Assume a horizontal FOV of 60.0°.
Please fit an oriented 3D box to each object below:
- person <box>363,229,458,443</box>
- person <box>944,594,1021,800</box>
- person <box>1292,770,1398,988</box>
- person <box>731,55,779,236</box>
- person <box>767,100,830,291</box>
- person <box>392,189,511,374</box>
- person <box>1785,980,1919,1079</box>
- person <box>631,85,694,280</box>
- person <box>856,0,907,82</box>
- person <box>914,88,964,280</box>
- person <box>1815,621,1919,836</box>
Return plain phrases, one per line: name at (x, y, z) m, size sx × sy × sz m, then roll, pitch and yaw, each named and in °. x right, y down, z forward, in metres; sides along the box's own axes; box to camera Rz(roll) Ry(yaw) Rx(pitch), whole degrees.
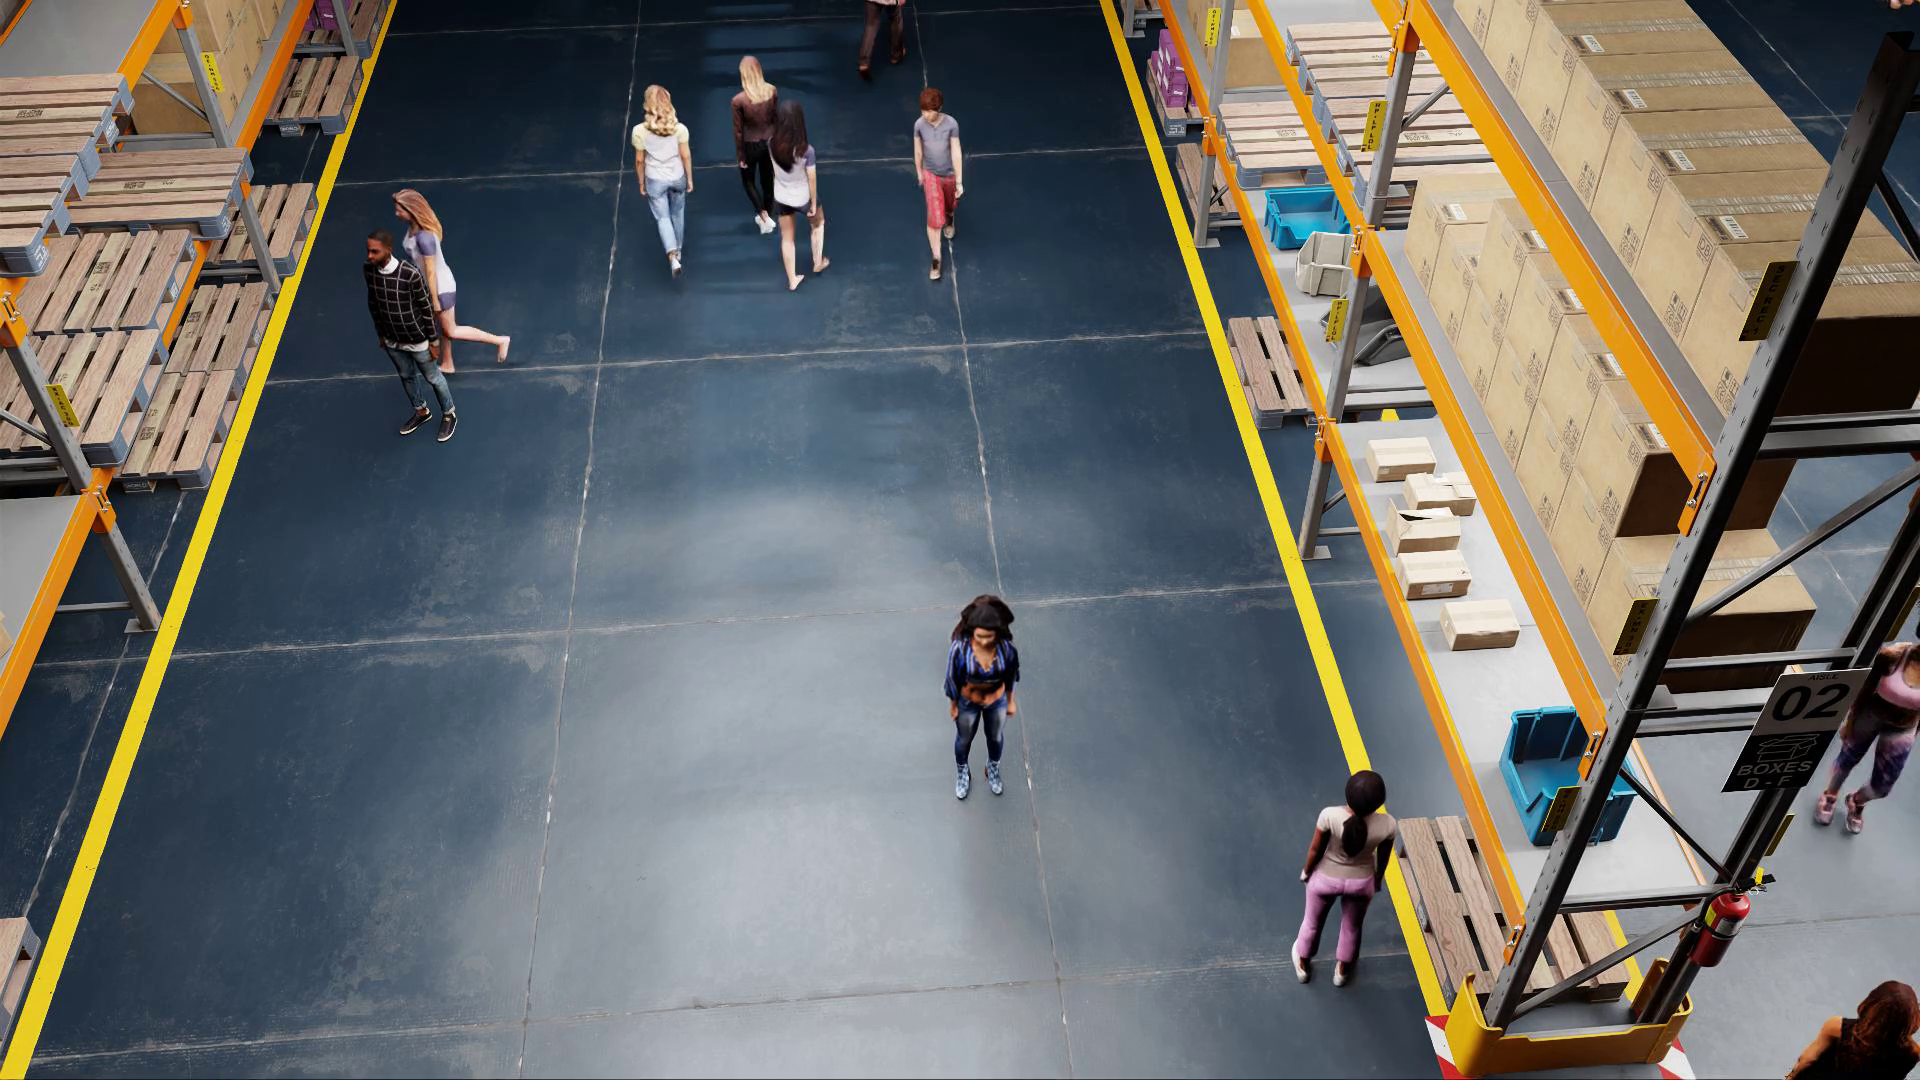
person at (-4.106, -1.544, 12.396) m, size 0.735 × 1.820 × 0.694 m, roll 12°, pitch 45°, yaw 12°
person at (0.134, 0.952, 9.925) m, size 0.589 × 1.614 × 0.526 m, roll -3°, pitch 44°, yaw -3°
person at (2.052, 1.815, 8.927) m, size 0.631 × 1.741 × 0.586 m, roll 6°, pitch 44°, yaw 6°
person at (-1.709, -3.361, 14.396) m, size 0.770 × 1.692 × 0.856 m, roll -23°, pitch 48°, yaw -22°
person at (-1.415, -2.810, 13.820) m, size 0.721 × 1.688 × 0.814 m, roll 12°, pitch 45°, yaw 12°
person at (-3.979, -1.990, 12.946) m, size 0.842 × 1.707 × 0.953 m, roll -16°, pitch 46°, yaw -16°
person at (4.144, 2.728, 7.905) m, size 0.768 × 1.828 × 0.851 m, roll 18°, pitch 46°, yaw 18°
person at (-2.457, -2.978, 13.982) m, size 0.750 × 1.708 × 1.044 m, roll -11°, pitch 45°, yaw -11°
person at (-0.811, -5.441, 16.508) m, size 0.994 × 1.790 × 1.237 m, roll 13°, pitch 45°, yaw 14°
person at (-0.148, -3.153, 14.231) m, size 0.712 × 1.618 × 1.202 m, roll 2°, pitch 44°, yaw 2°
person at (5.397, 1.028, 9.743) m, size 0.702 × 1.754 × 0.753 m, roll 18°, pitch 46°, yaw 18°
